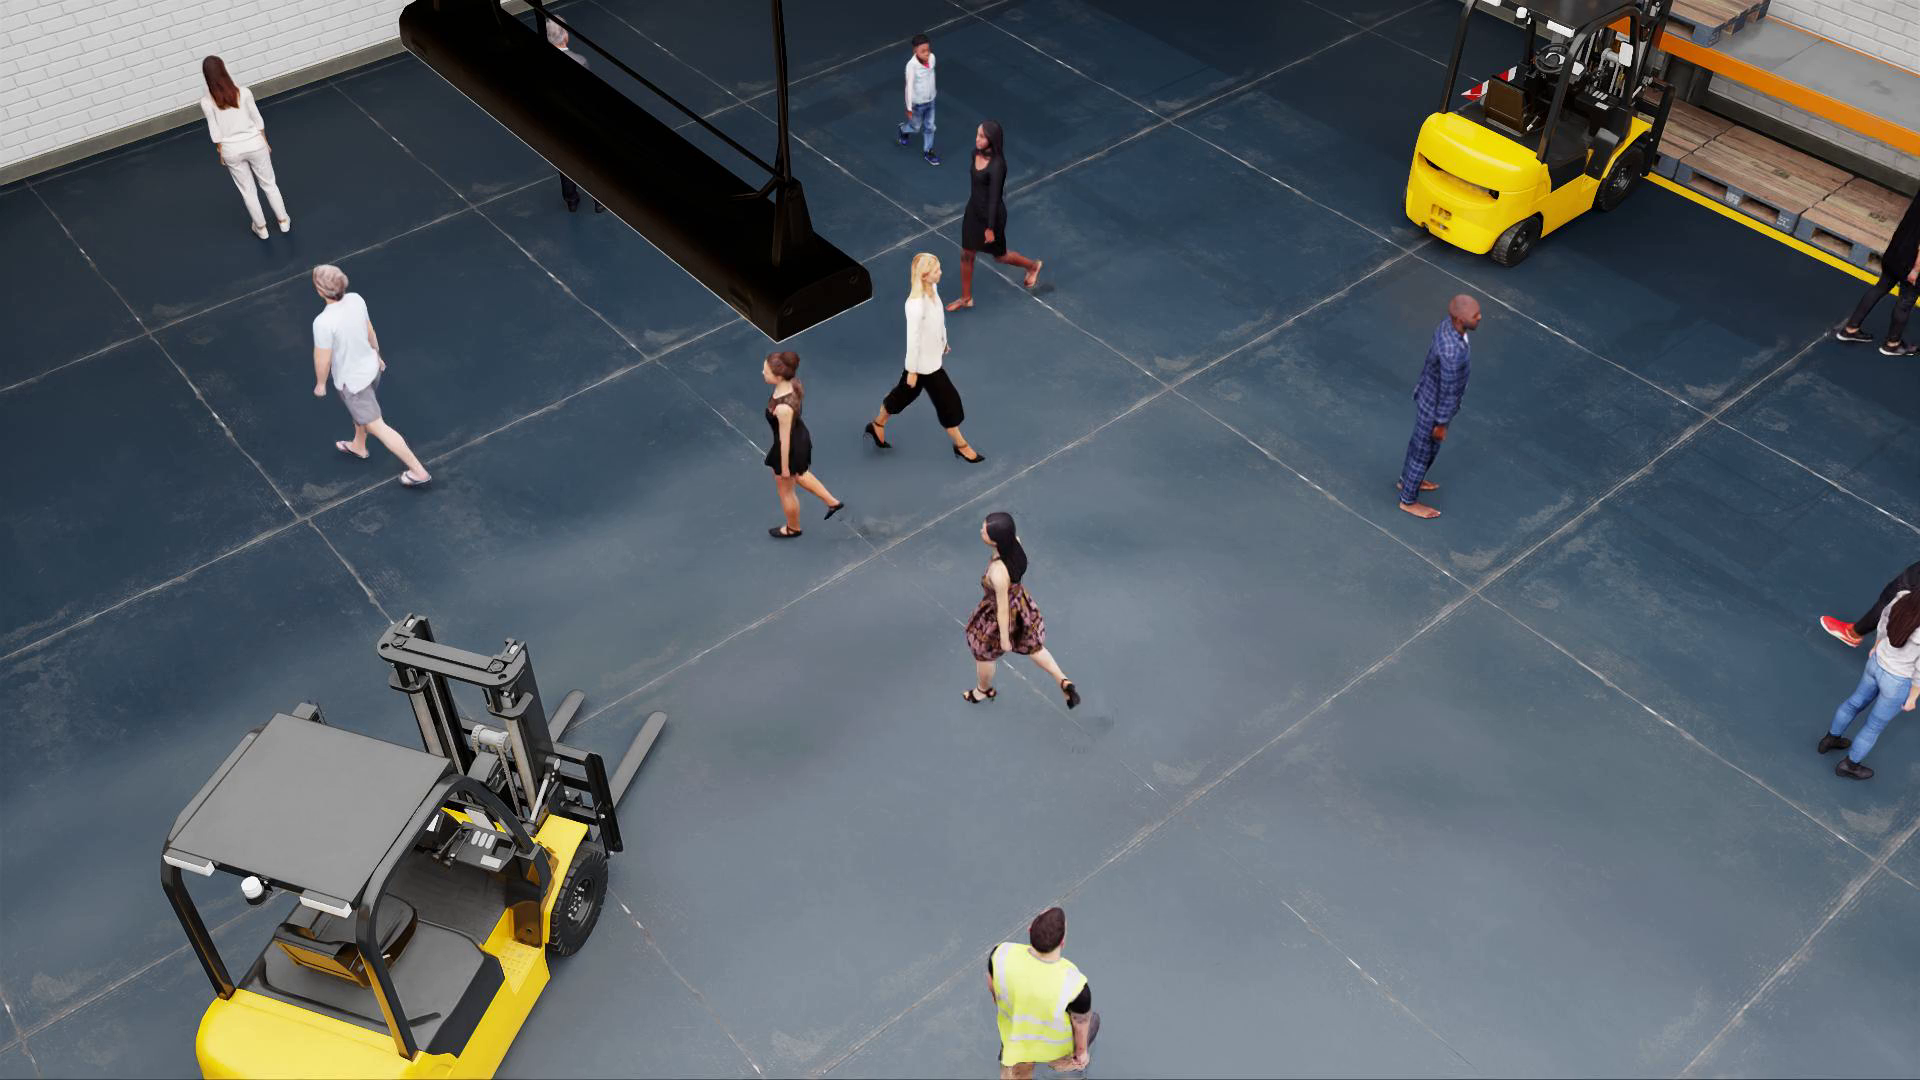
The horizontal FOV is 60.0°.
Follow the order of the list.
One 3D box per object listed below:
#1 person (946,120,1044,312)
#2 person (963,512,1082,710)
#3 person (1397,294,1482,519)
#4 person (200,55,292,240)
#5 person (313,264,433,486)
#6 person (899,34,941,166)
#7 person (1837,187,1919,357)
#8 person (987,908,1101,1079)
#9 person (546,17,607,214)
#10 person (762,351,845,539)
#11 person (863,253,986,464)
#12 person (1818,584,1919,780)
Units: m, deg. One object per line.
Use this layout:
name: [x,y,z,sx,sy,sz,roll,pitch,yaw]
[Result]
person: [0.297,-2.643,13.599,0.792,1.697,1.076,-21,48,-21]
person: [0.363,0.502,10.259,1.122,1.749,0.962,11,45,12]
person: [3.380,-0.977,11.762,0.795,1.818,0.758,9,44,9]
person: [-6.205,-3.402,14.401,0.634,1.688,0.581,-22,48,-22]
person: [-4.254,-1.132,11.943,1.257,1.793,1.045,14,45,14]
person: [-0.385,-4.140,15.495,0.503,1.248,0.771,-27,50,-25]
person: [7.498,-2.290,13.108,1.007,1.862,0.941,6,44,6]
person: [0.358,2.458,8.160,1.144,1.814,1.087,15,46,16]
person: [-3.417,-3.734,14.639,0.792,1.842,0.854,4,44,4]
person: [-1.094,-0.642,11.522,0.884,1.664,0.822,4,44,4]
person: [-0.348,-1.294,12.096,1.230,1.815,1.119,6,44,7]
person: [5.610,0.806,10.025,0.742,1.632,0.625,-6,44,-7]
